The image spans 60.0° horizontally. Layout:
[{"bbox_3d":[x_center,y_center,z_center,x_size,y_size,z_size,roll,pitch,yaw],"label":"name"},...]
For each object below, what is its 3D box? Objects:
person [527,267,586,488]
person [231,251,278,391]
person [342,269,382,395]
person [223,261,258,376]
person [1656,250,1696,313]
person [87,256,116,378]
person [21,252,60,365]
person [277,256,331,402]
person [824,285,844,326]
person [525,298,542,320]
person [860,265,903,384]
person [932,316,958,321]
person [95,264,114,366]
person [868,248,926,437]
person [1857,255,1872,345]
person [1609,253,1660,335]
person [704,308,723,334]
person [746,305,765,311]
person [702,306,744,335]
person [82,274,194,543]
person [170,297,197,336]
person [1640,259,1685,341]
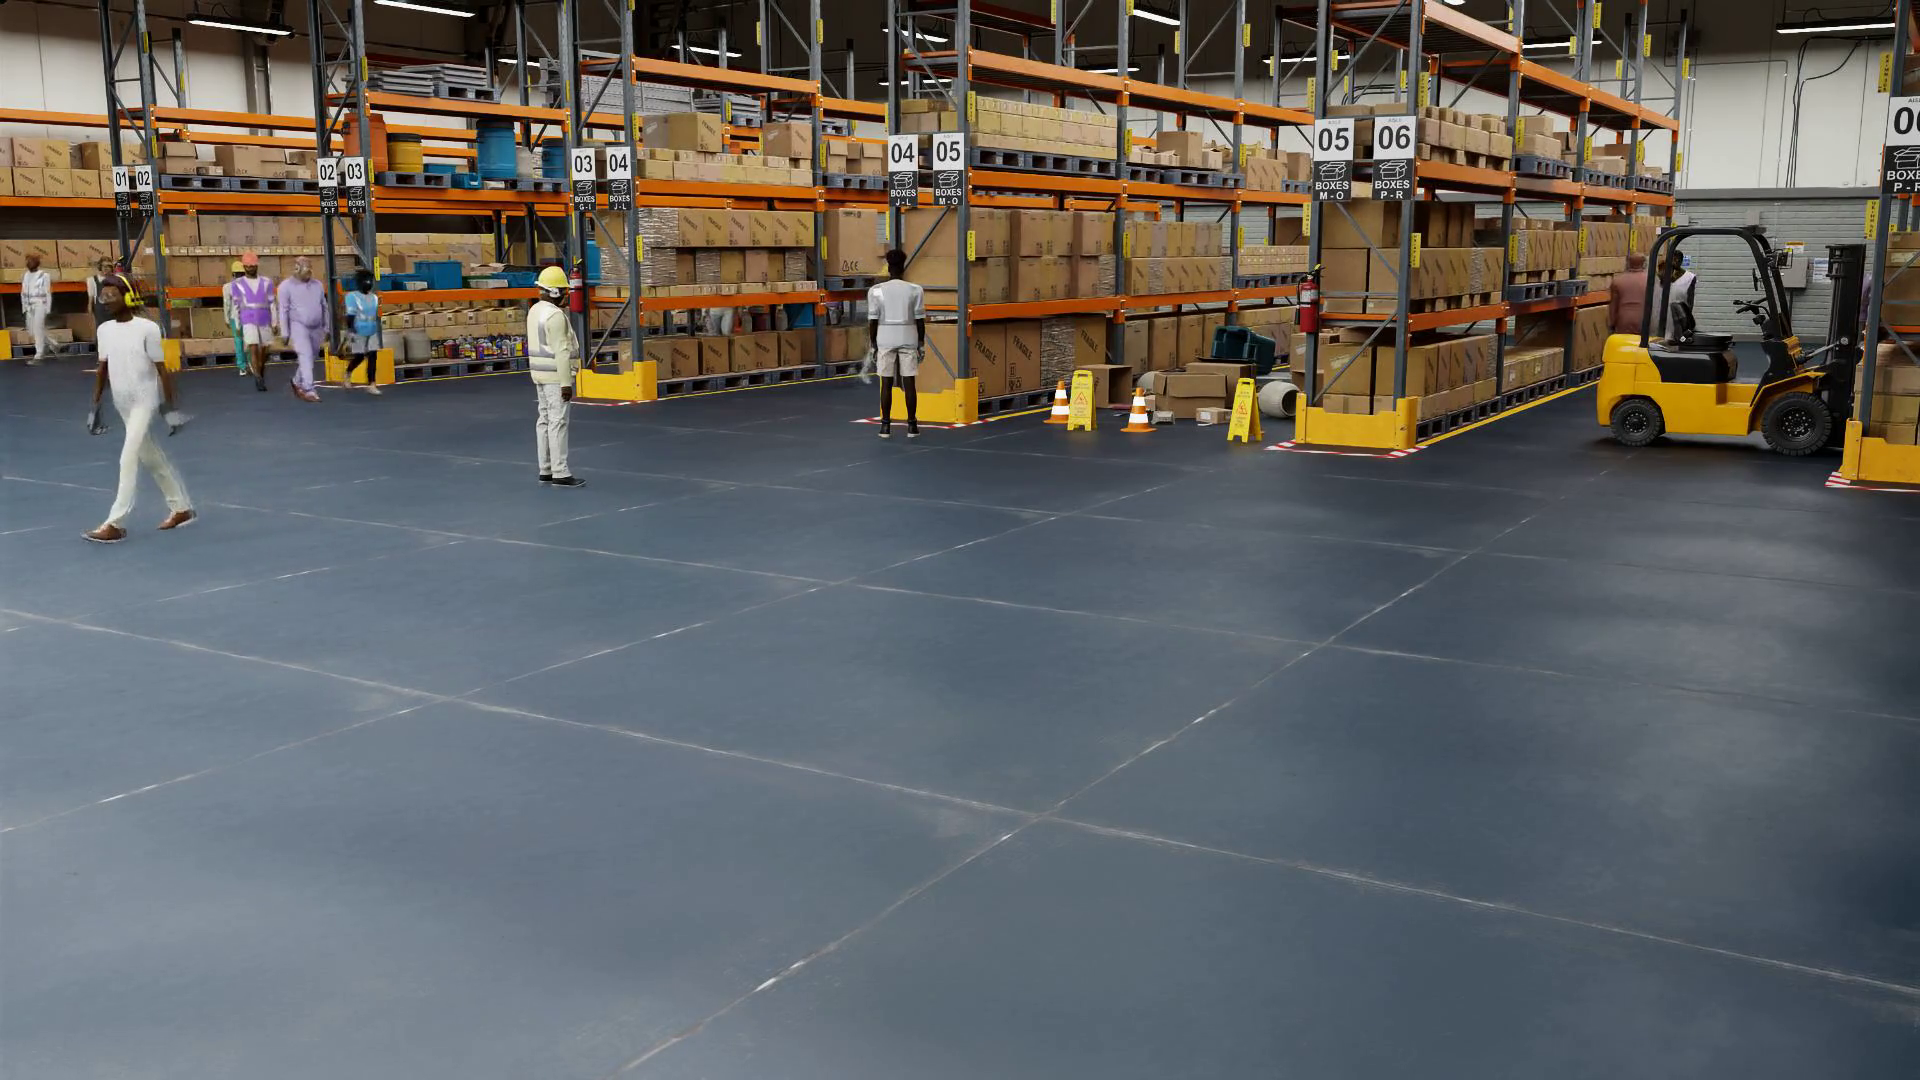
[{"bbox_3d":[-3.360,-1.347,13.822,0.404,1.828,0.603,-7,12,-35],"label":"person"},{"bbox_3d":[-9.737,-3.022,22.964,0.555,1.917,0.656,-6,12,-32],"label":"person"},{"bbox_3d":[-7.990,-2.773,22.211,0.551,1.679,0.542,7,12,33],"label":"person"},{"bbox_3d":[-10.952,-3.376,25.420,0.561,1.748,0.547,-5,11,-27],"label":"person"},{"bbox_3d":[10.803,-3.427,25.221,0.593,1.922,0.391,7,12,34],"label":"person"},{"bbox_3d":[-12.727,-3.323,24.892,0.549,1.829,0.515,-9,13,-40],"label":"person"},{"bbox_3d":[-15.402,-3.868,27.816,0.600,1.870,0.645,4,11,21],"label":"person"},{"bbox_3d":[-8.481,-2.725,21.459,0.864,1.878,0.640,7,12,33],"label":"person"},{"bbox_3d":[-2.151,-3.982,27.984,0.381,2.041,0.616,-10,14,-43],"label":"person"},{"bbox_3d":[-7.399,-4.007,29.381,0.541,1.584,0.876,6,12,32],"label":"person"},{"bbox_3d":[-1.114,-3.103,23.994,0.495,1.711,0.827,8,13,38],"label":"person"},{"bbox_3d":[-0.139,-3.011,22.593,0.608,2.036,0.397,6,12,30],"label":"person"},{"bbox_3d":[-13.945,-3.712,27.405,0.541,1.716,0.925,5,11,25],"label":"person"},{"bbox_3d":[-0.656,-2.047,17.361,0.605,1.966,0.367,-1,10,-3],"label":"person"},{"bbox_3d":[12.797,-3.178,23.841,0.585,1.920,0.392,6,12,30],"label":"person"},{"bbox_3d":[9.451,-3.058,23.276,0.679,1.868,0.905,6,12,30],"label":"person"},{"bbox_3d":[-4.036,-3.631,27.174,0.514,1.621,0.436,9,14,43],"label":"person"},{"bbox_3d":[-4.292,-5.105,35.007,0.903,1.795,0.643,-8,13,-37],"label":"person"},{"bbox_3d":[-3.605,-3.461,25.439,0.643,1.914,0.874,1,10,7],"label":"person"},{"bbox_3d":[-5.716,-0.916,11.469,0.539,1.815,0.997,4,11,21],"label":"person"},{"bbox_3d":[-13.884,-4.185,29.689,0.620,1.845,0.429,2,10,8],"label":"person"},{"bbox_3d":[8.786,-2.592,20.789,0.747,1.839,0.516,-9,14,-42],"label":"person"}]
